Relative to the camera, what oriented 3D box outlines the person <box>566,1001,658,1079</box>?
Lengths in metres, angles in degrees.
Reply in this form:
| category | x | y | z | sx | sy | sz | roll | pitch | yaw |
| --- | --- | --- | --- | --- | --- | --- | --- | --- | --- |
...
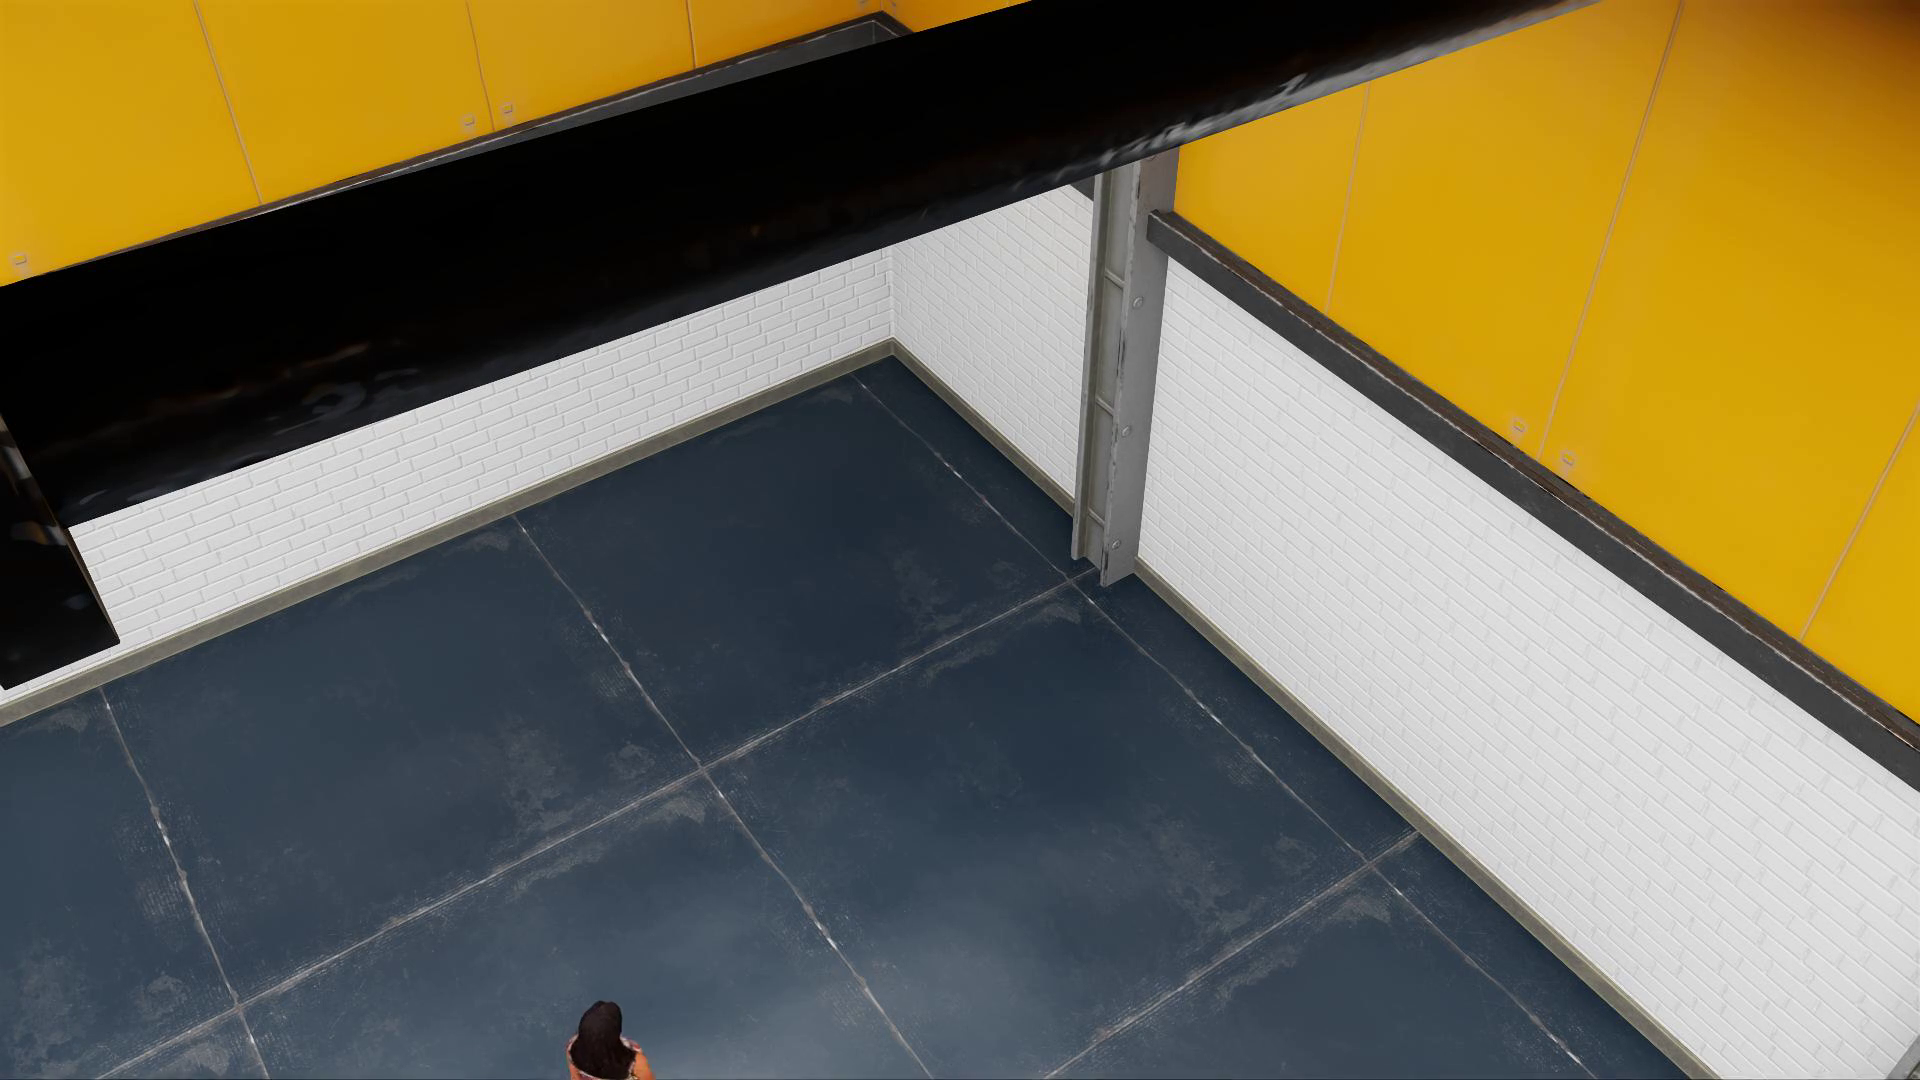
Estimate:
| category | x | y | z | sx | sy | sz | roll | pitch | yaw |
| --- | --- | --- | --- | --- | --- | --- | --- | --- | --- |
| person | -1.707 | 2.819 | 8.150 | 0.798 | 1.635 | 0.866 | 10 | 45 | 11 |
